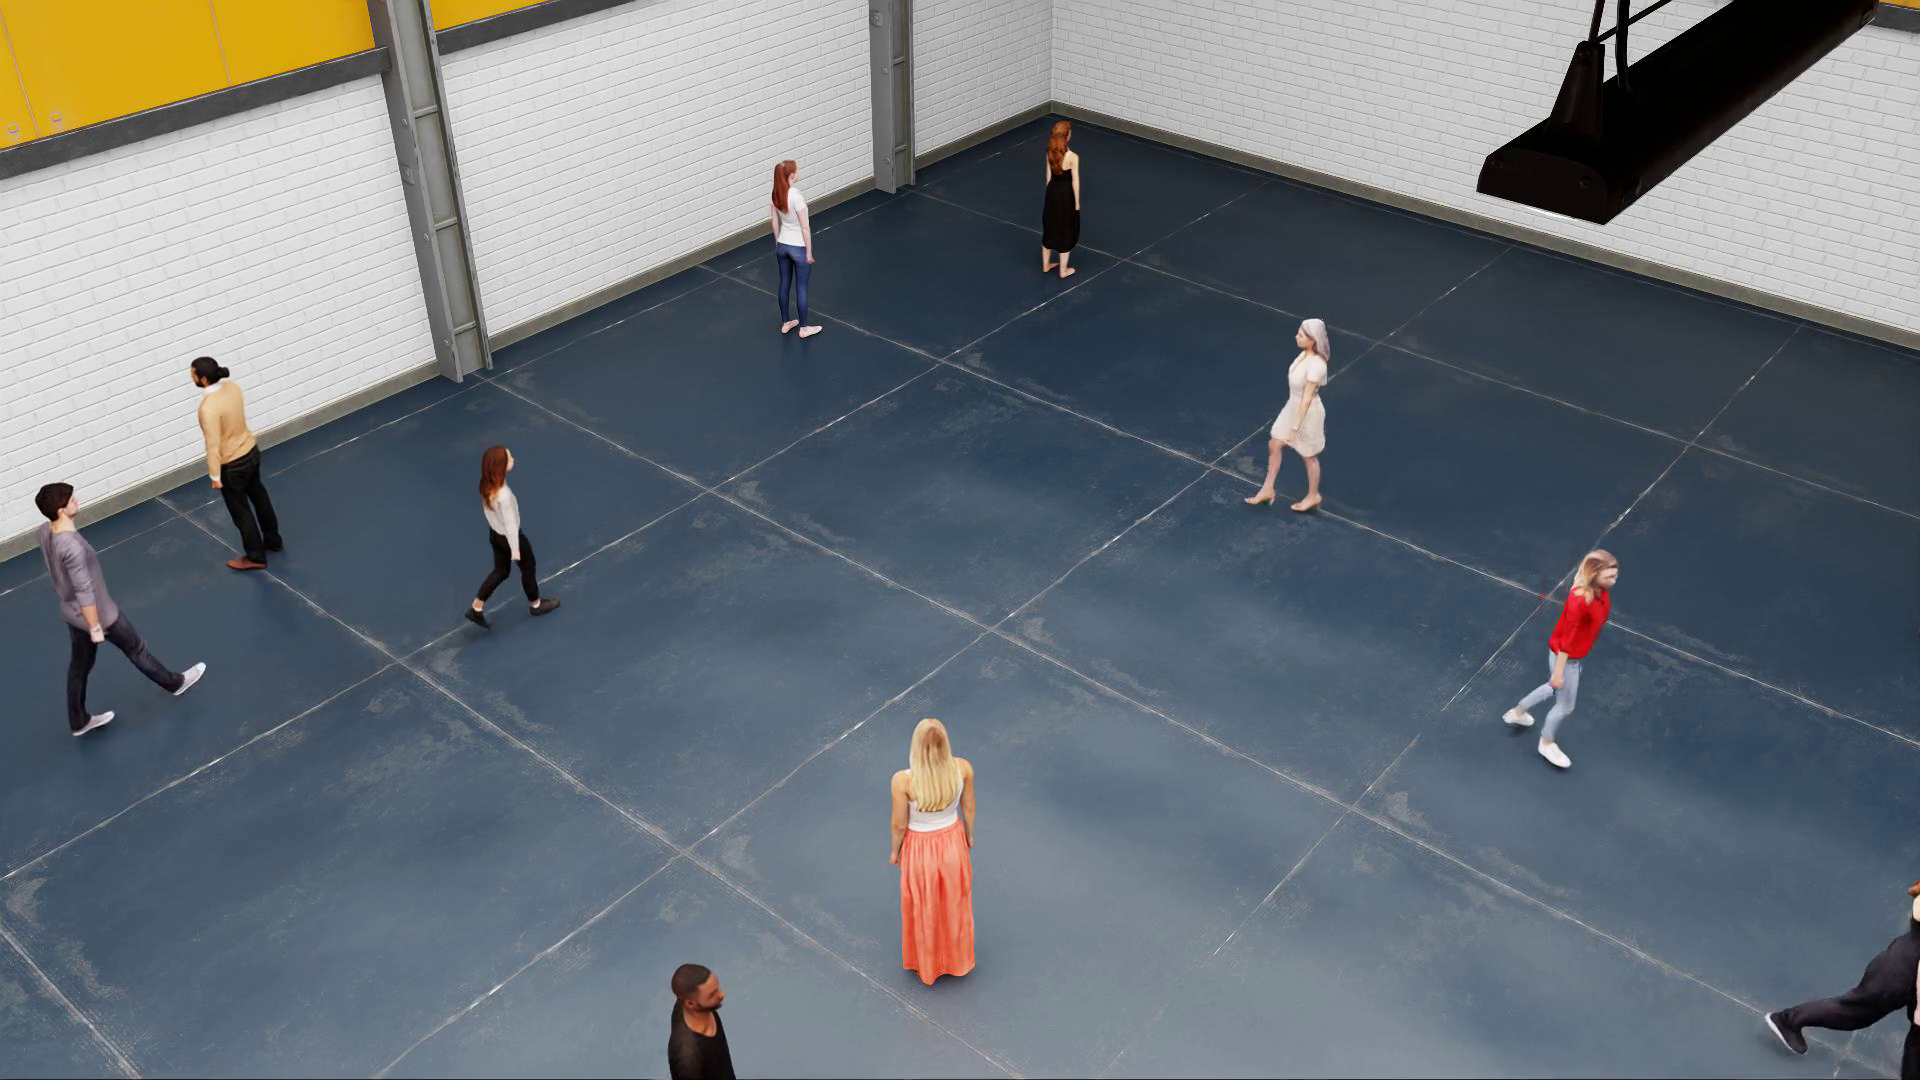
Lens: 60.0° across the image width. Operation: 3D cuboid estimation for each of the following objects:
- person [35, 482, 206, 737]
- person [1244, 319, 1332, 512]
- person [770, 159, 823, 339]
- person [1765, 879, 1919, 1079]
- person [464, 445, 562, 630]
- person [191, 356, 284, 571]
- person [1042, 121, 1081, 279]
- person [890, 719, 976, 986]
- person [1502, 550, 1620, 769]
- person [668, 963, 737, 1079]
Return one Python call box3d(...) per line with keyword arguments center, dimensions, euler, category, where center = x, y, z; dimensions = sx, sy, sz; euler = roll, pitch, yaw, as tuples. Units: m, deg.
box3d(center=(-5.730, 0.496, 10.777), dimensions=(0.687, 1.807, 1.103), euler=(25, 41, 32), category="person")
box3d(center=(2.786, -0.937, 13.016), dimensions=(0.949, 1.715, 0.907), euler=(0, 34, 0), category="person")
box3d(center=(-1.590, -2.755, 15.730), dimensions=(0.580, 1.739, 0.552), euler=(20, 39, 28), category="person")
box3d(center=(4.666, 2.142, 8.391), dimensions=(0.667, 1.707, 1.093), euler=(27, 42, 34), category="person")
box3d(center=(-3.293, 0.002, 11.830), dimensions=(0.967, 1.464, 0.646), euler=(-25, 41, -32), category="person")
box3d(center=(-5.426, -0.600, 12.473), dimensions=(0.827, 1.754, 0.736), euler=(2, 34, 3), category="person")
box3d(center=(1.020, -3.462, 16.898), dimensions=(0.557, 1.623, 0.566), euler=(28, 42, 35), category="person")
box3d(center=(-0.139, 1.688, 8.987), dimensions=(0.702, 1.802, 0.789), euler=(-8, 34, -12), category="person")
box3d(center=(3.850, 0.714, 10.569), dimensions=(0.738, 1.674, 0.688), euler=(19, 38, 26), category="person")
box3d(center=(-1.270, 2.603, 7.636), dimensions=(1.193, 1.776, 1.215), euler=(2, 34, 3), category="person")
